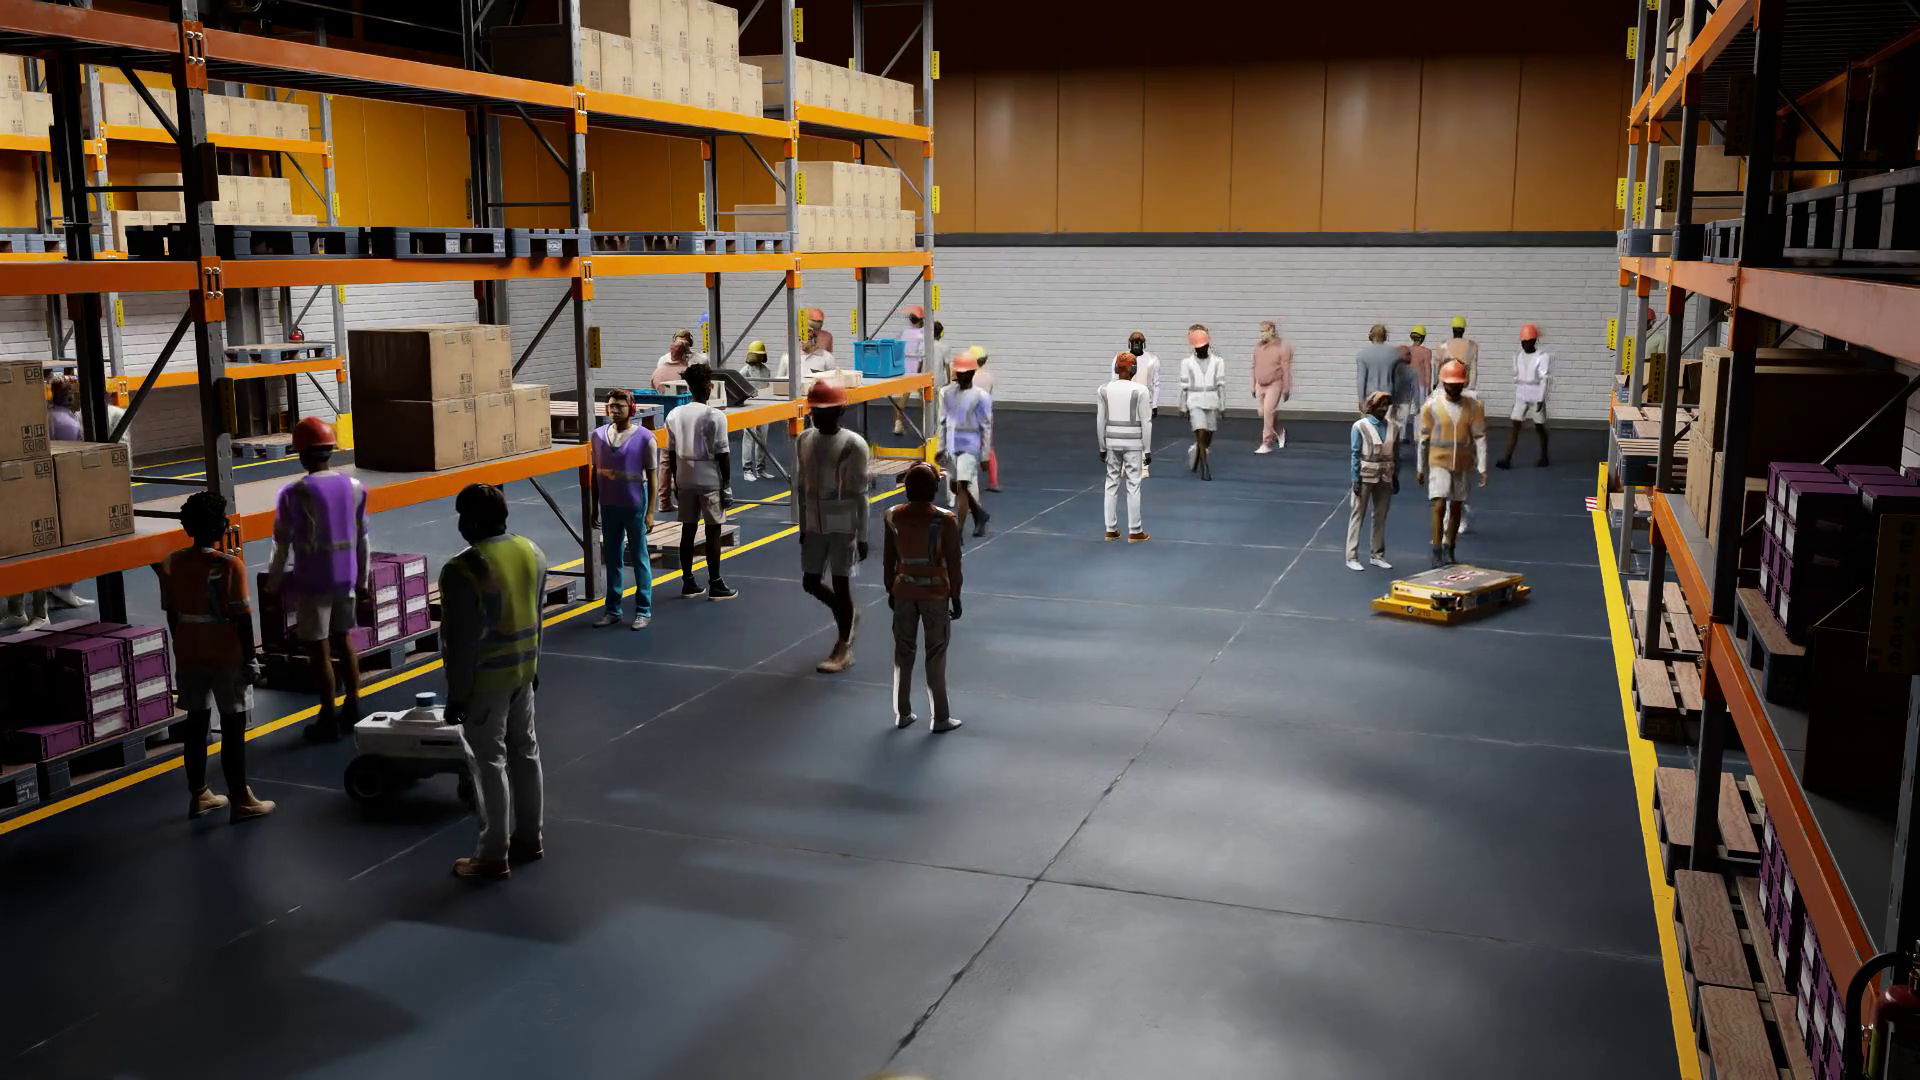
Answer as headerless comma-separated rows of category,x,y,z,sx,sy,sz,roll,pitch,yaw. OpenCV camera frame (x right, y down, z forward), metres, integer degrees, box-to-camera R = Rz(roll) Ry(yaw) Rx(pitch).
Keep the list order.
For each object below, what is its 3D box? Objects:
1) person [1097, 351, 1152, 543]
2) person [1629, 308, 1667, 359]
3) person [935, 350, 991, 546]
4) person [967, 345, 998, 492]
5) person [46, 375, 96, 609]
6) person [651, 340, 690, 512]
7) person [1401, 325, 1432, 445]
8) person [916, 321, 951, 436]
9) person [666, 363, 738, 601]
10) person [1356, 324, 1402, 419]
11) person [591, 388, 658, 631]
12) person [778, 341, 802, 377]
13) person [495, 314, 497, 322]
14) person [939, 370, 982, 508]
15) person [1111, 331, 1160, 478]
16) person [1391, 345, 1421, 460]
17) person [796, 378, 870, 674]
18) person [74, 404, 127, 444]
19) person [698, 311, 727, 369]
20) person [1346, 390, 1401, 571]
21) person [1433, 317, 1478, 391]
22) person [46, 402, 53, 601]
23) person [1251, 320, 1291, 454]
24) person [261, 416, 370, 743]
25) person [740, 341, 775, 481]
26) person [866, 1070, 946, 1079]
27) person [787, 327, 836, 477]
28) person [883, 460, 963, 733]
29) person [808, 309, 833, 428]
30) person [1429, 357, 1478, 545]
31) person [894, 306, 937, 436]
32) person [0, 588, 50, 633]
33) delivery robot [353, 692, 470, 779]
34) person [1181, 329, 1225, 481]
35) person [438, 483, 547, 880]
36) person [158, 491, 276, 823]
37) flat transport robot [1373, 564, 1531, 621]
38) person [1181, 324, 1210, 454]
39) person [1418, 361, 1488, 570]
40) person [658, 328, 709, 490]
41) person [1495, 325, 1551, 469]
person,1.627,-0.913,16.396,0.573,1.887,0.356,6,12,30
person,10.278,-2.496,25.010,0.399,1.989,0.622,-9,13,-41
person,0.064,-0.907,16.296,0.567,1.913,0.853,9,14,42
person,0.212,-1.426,19.653,0.341,1.770,0.526,7,12,35
person,-7.129,-0.368,13.319,0.428,1.893,0.662,-10,14,-44
person,-3.054,-1.228,18.164,0.640,1.900,0.395,6,12,29
person,6.686,-2.269,24.399,0.338,1.763,0.525,-8,13,-39
person,-0.388,-2.263,24.154,0.518,1.839,0.866,0,10,1
person,-2.124,-0.474,13.697,0.607,1.966,0.367,5,11,28
person,5.526,-1.897,21.955,0.639,1.897,1.036,-1,10,-3
person,-2.560,-0.239,12.706,0.565,1.850,0.390,3,11,19
person,-2.166,-1.930,22.480,0.656,1.762,0.928,1,10,4
person,-7.673,-2.839,27.240,0.651,1.882,1.003,1,10,5
person,0.018,-1.159,18.480,0.512,1.639,0.311,2,10,8
person,2.203,-1.699,20.945,0.627,1.847,0.429,1,10,4
person,5.880,-1.812,22.294,0.512,1.592,0.849,7,12,36
person,-0.847,-0.109,11.458,0.620,2.029,0.624,6,12,31
person,-8.032,-0.690,15.538,0.527,1.753,0.370,-2,10,-10
person,-3.658,-2.408,24.642,0.406,1.946,0.608,-3,11,-18
person,3.726,-0.533,14.975,0.514,1.632,0.314,-4,11,-20
person,7.221,-2.304,24.268,0.594,1.878,0.970,2,10,10
person,-7.621,-0.373,13.556,0.605,1.815,0.545,5,11,26
person,4.424,-2.176,23.567,0.815,1.876,0.657,-8,13,-40
person,-3.767,0.238,9.790,0.415,1.932,0.557,6,12,32
person,-2.516,-1.609,20.724,0.308,1.741,0.494,8,13,39
person,-0.063,1.591,2.176,0.364,1.928,0.587,-8,13,-40
person,-1.881,-1.707,20.823,0.643,1.905,0.400,3,10,14
person,-0.223,0.342,10.005,0.522,1.645,0.305,5,11,27
person,-2.239,-2.610,25.802,0.639,1.942,1.052,-5,11,-26
person,4.911,-0.900,16.486,0.512,1.841,0.844,10,14,44
person,-0.707,-2.594,25.584,0.627,2.001,1.037,6,12,29
person,-7.159,-0.218,12.559,0.518,1.862,0.326,4,11,22
delivery robot,-2.818,1.052,8.815,0.707,0.478,0.477,1,10,6
person,3.037,-1.712,20.925,0.562,1.890,0.807,0,10,-2
person,-2.181,0.649,7.728,0.429,1.842,0.633,4,11,22
person,-3.781,0.594,8.442,0.541,1.696,0.316,4,11,20
flat transport robot,4.010,0.410,13.493,0.652,0.197,1.431,9,14,43
person,3.325,-2.106,23.283,0.433,1.824,0.540,0,10,0
person,4.408,-0.644,14.862,0.562,1.894,0.930,1,10,7
person,-3.286,-1.556,19.873,0.635,1.937,0.353,-3,10,-14
person,7.450,-1.859,21.760,1.012,1.885,0.563,-9,13,-41
